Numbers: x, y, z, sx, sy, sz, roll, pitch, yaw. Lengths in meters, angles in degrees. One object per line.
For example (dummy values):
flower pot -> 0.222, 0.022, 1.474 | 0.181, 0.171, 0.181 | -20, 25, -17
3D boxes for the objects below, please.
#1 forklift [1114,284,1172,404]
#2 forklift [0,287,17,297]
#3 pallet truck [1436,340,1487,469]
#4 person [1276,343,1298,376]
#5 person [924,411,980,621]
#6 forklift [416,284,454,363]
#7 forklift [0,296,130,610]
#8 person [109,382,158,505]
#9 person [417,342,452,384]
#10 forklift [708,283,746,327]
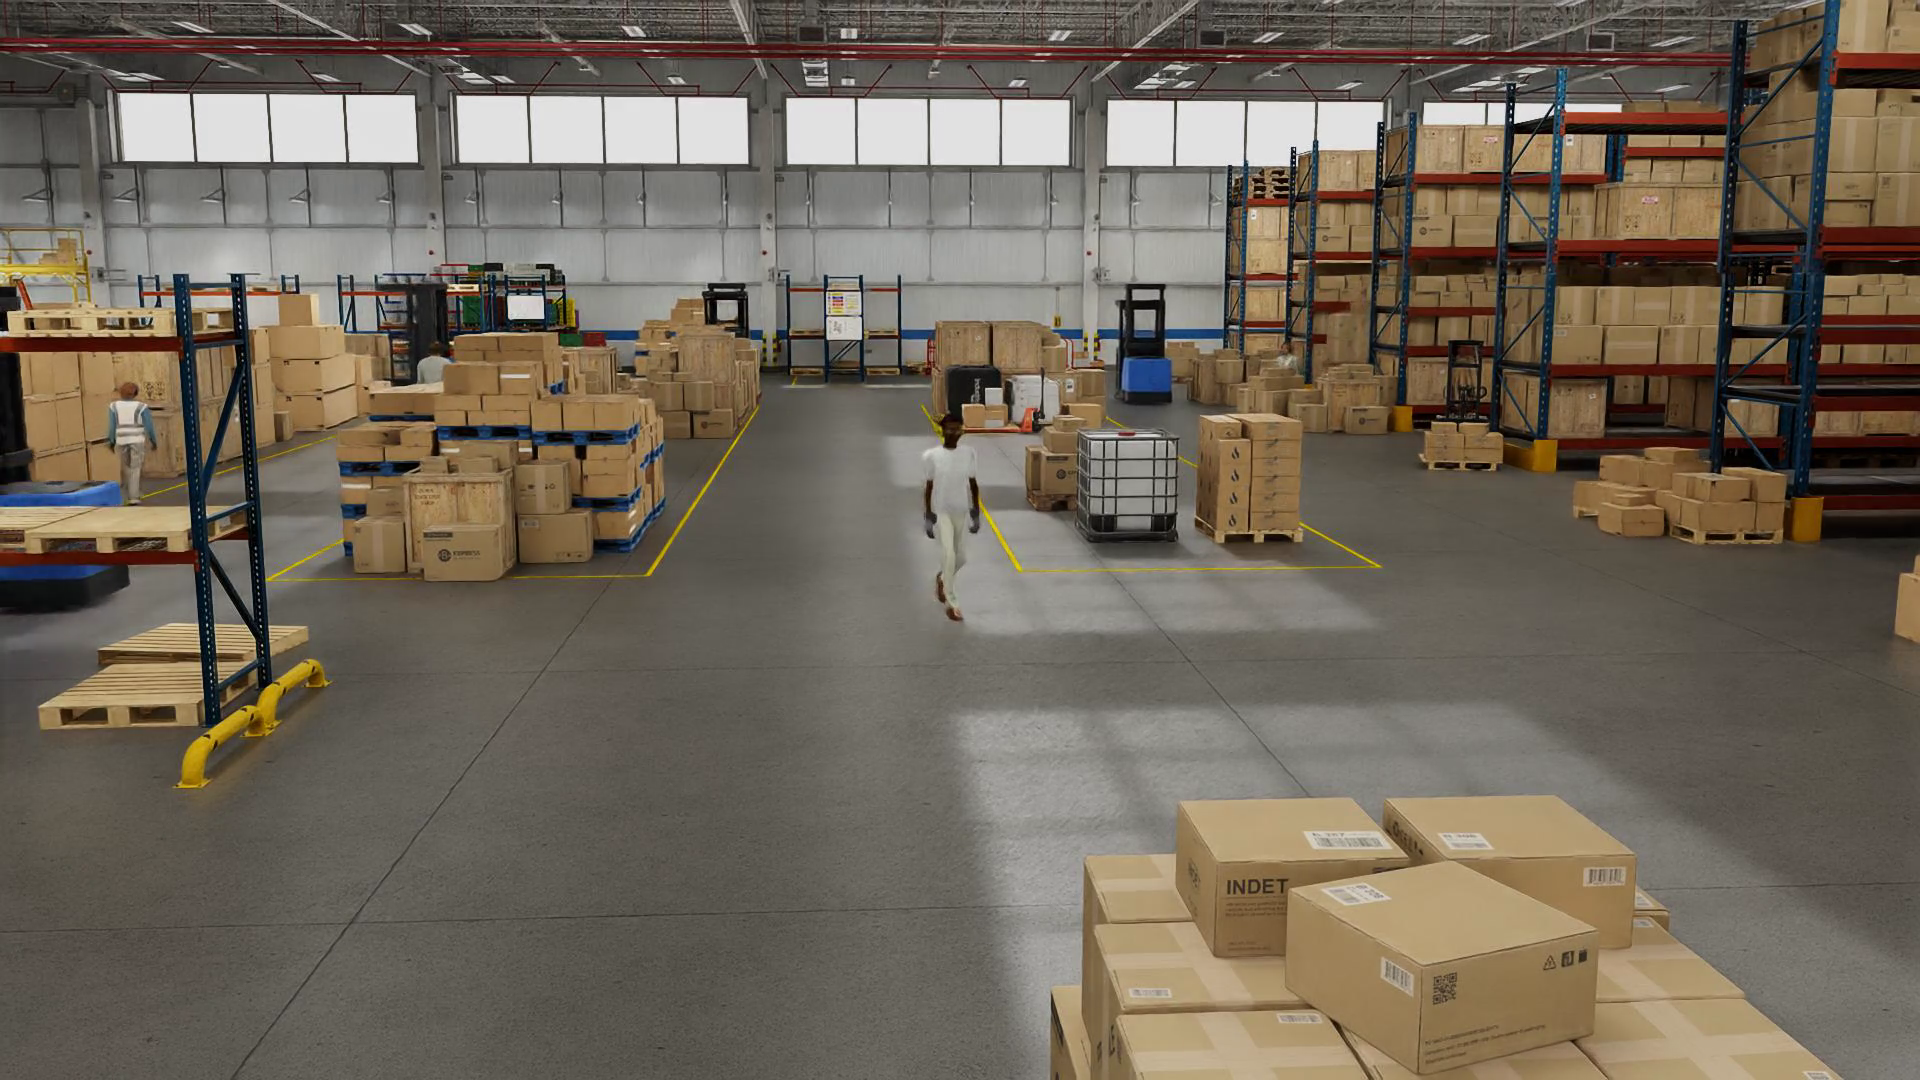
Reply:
forklift -> 4.360, -4.666, 39.328 | 1.129, 2.768, 1.873 | -1, 9, -4
forklift -> -16.257, -2.887, 28.158 | 1.873, 2.768, 1.129 | -1, 9, -4
pallet truck -> 8.004, -2.170, 26.422 | 0.823, 1.965, 1.885 | 2, 9, 14
person -> 6.891, -3.334, 34.940 | 0.810, 1.611, 0.523 | -9, 12, -43
person -> -0.093, -0.240, 14.785 | 0.521, 1.851, 0.720 | -4, 10, -21
forklift -> -12.108, -4.521, 38.419 | 1.873, 2.768, 1.129 | 2, 9, 11
forklift -> -8.805, -0.812, 15.126 | 1.873, 2.768, 1.129 | -1, 9, -4
person -> -10.944, -1.287, 22.070 | 0.540, 1.601, 0.790 | -1, 9, -3
person -> -8.975, -2.469, 28.643 | 0.648, 1.882, 1.048 | 1, 9, 6
forklift -> -5.818, -5.043, 41.696 | 1.129, 2.768, 1.873 | -1, 9, -4
